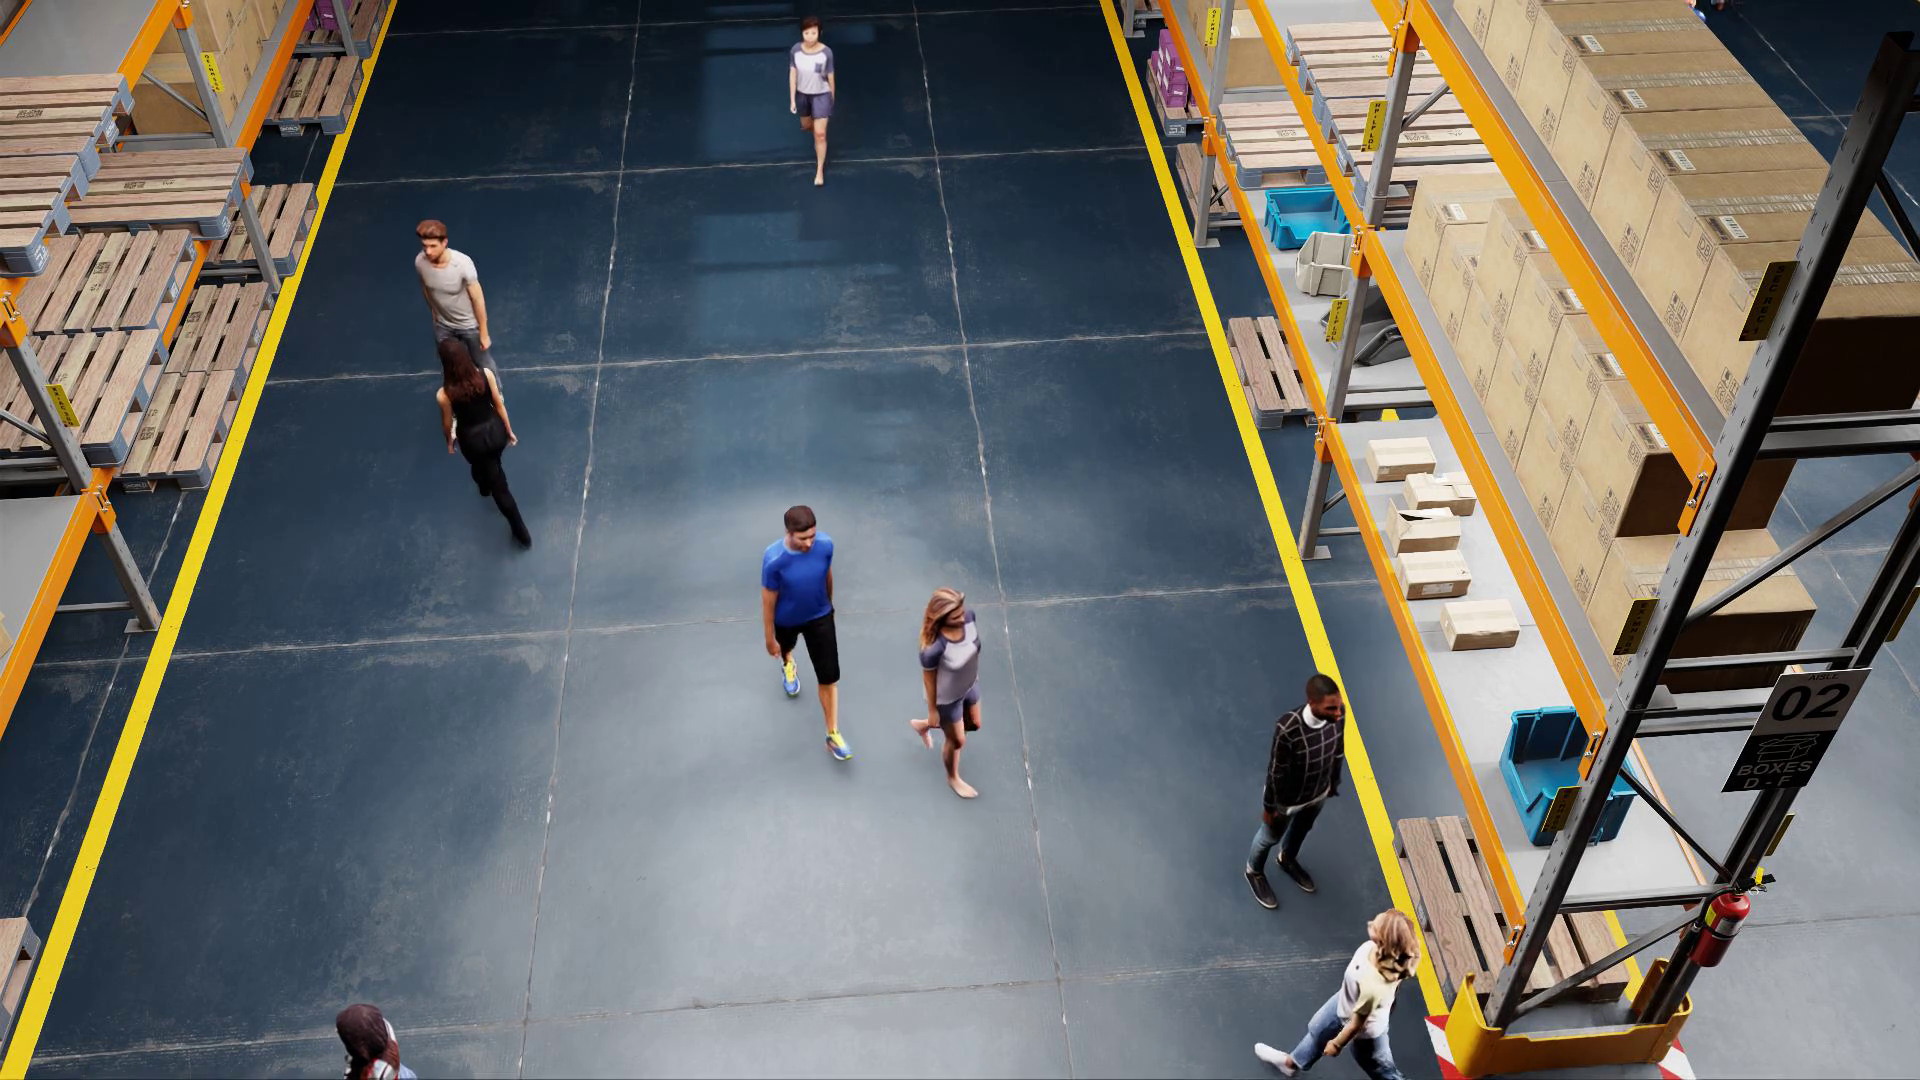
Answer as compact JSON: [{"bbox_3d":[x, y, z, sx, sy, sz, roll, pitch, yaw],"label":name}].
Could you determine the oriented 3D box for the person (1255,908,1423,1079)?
[{"bbox_3d":[2.107,2.450,8.308,1.090,1.676,1.171,20,47,19],"label":"person"}]

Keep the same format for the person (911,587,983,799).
[{"bbox_3d":[-0.106,0.860,9.951,0.938,1.712,0.881,29,51,27],"label":"person"}]

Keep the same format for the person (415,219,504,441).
[{"bbox_3d":[-3.728,-1.678,12.503,0.831,1.865,0.979,8,44,8],"label":"person"}]

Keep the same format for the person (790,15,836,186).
[{"bbox_3d":[-1.345,-4.116,15.301,0.740,1.536,1.046,8,44,8],"label":"person"}]

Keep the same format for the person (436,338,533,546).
[{"bbox_3d":[-3.274,-0.629,11.560,1.008,1.647,1.161,-29,51,-27],"label":"person"}]

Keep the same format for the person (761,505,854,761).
[{"bbox_3d":[-1.019,0.418,10.350,0.918,1.801,1.334,-14,45,-14],"label":"person"}]

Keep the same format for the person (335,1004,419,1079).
[{"bbox_3d":[-2.748,2.715,8.075,0.669,1.614,0.483,-8,44,-8],"label":"person"}]

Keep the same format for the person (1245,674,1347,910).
[{"bbox_3d":[1.881,1.370,9.338,0.740,1.819,0.699,-20,47,-20],"label":"person"}]
